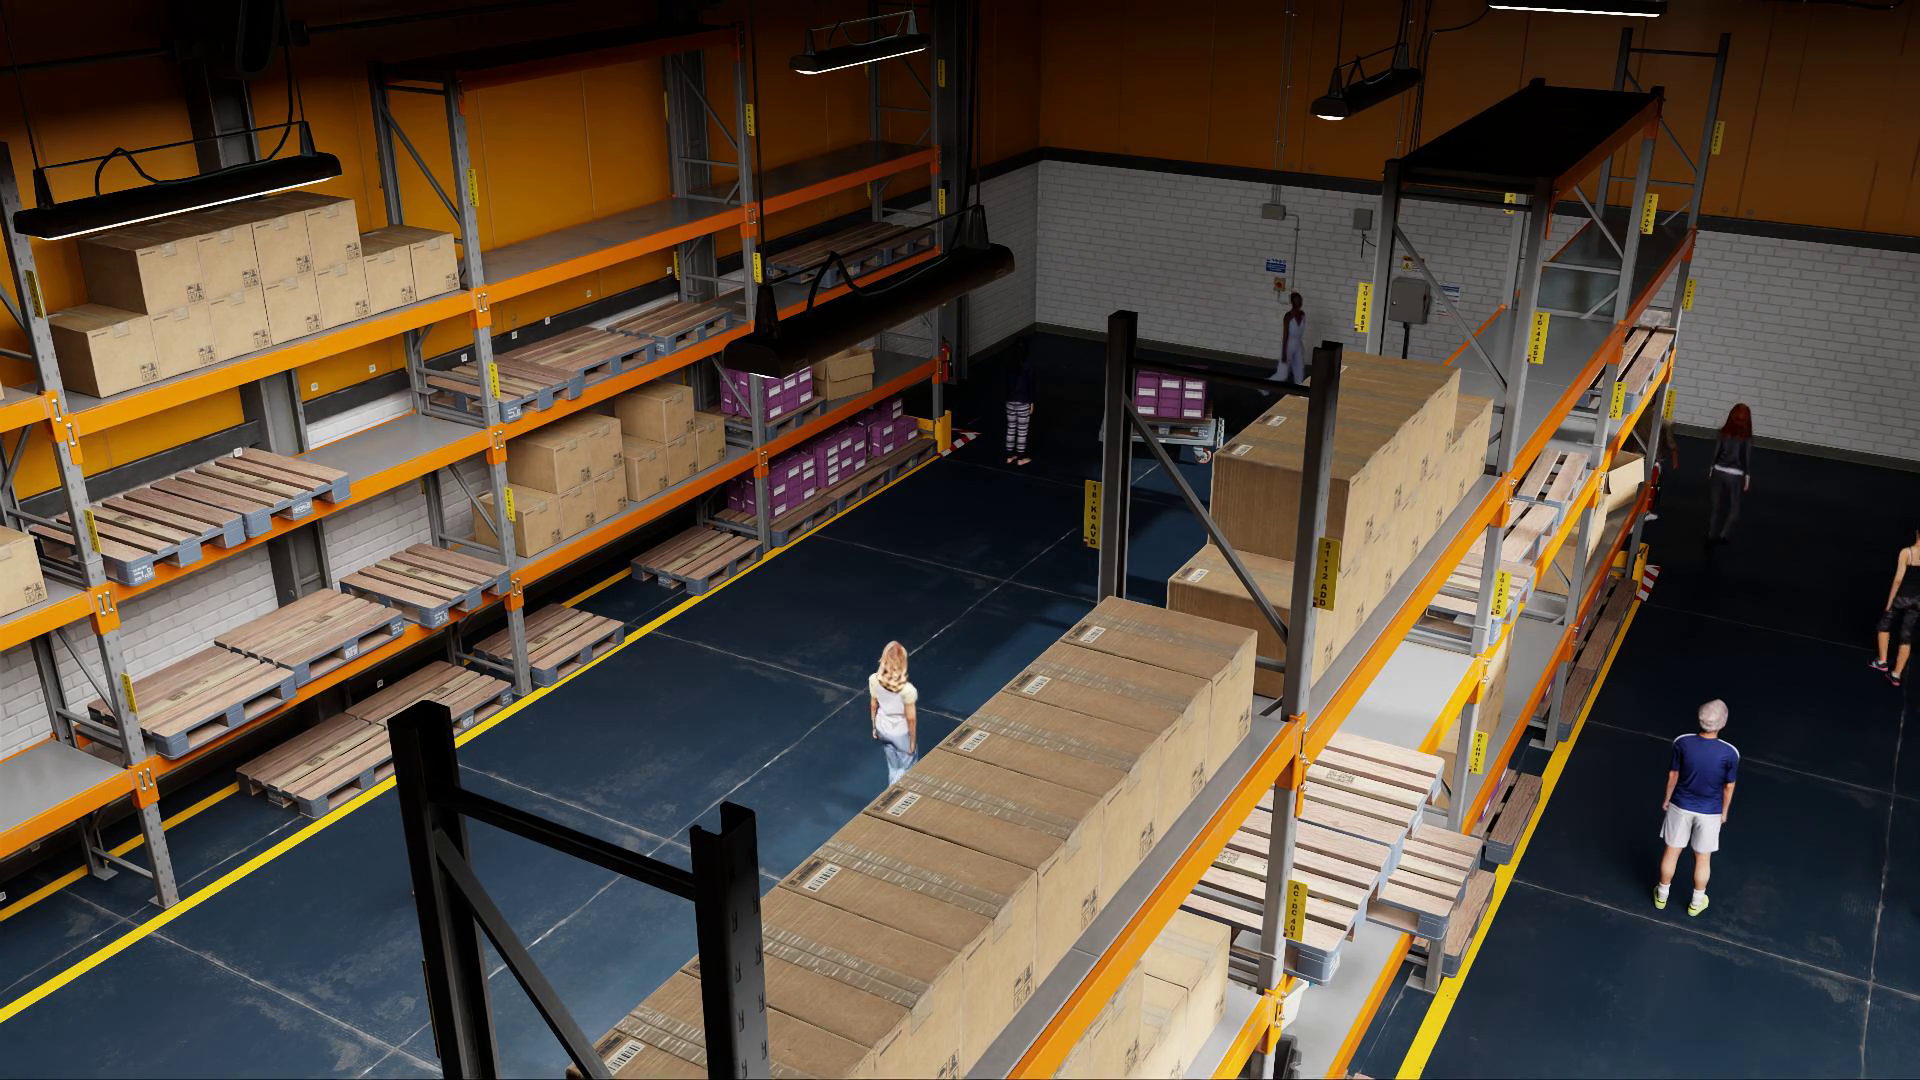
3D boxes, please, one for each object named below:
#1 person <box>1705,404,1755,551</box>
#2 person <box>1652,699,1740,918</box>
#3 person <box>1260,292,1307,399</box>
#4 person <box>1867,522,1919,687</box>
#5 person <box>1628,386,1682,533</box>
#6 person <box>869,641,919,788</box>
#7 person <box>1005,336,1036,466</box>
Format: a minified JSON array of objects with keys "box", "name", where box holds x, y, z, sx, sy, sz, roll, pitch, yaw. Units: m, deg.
[{"box":[8.877,-0.691,19.290,0.715,1.753,0.736,-20,30,-38],"name":"person"},{"box":[5.697,2.064,12.880,0.632,1.838,0.545,12,26,26],"name":"person"},{"box":[4.684,-2.695,23.872,1.091,1.754,0.936,-17,29,-34],"name":"person"},{"box":[9.325,0.639,16.296,0.734,1.715,0.813,1,24,3],"name":"person"},{"box":[8.160,-0.932,19.791,1.135,1.794,1.039,-11,26,-24],"name":"person"},{"box":[-0.580,1.670,13.942,0.638,1.710,0.872,12,26,25],"name":"person"},{"box":[0.775,-1.840,21.949,0.608,1.729,0.539,16,28,32],"name":"person"}]
